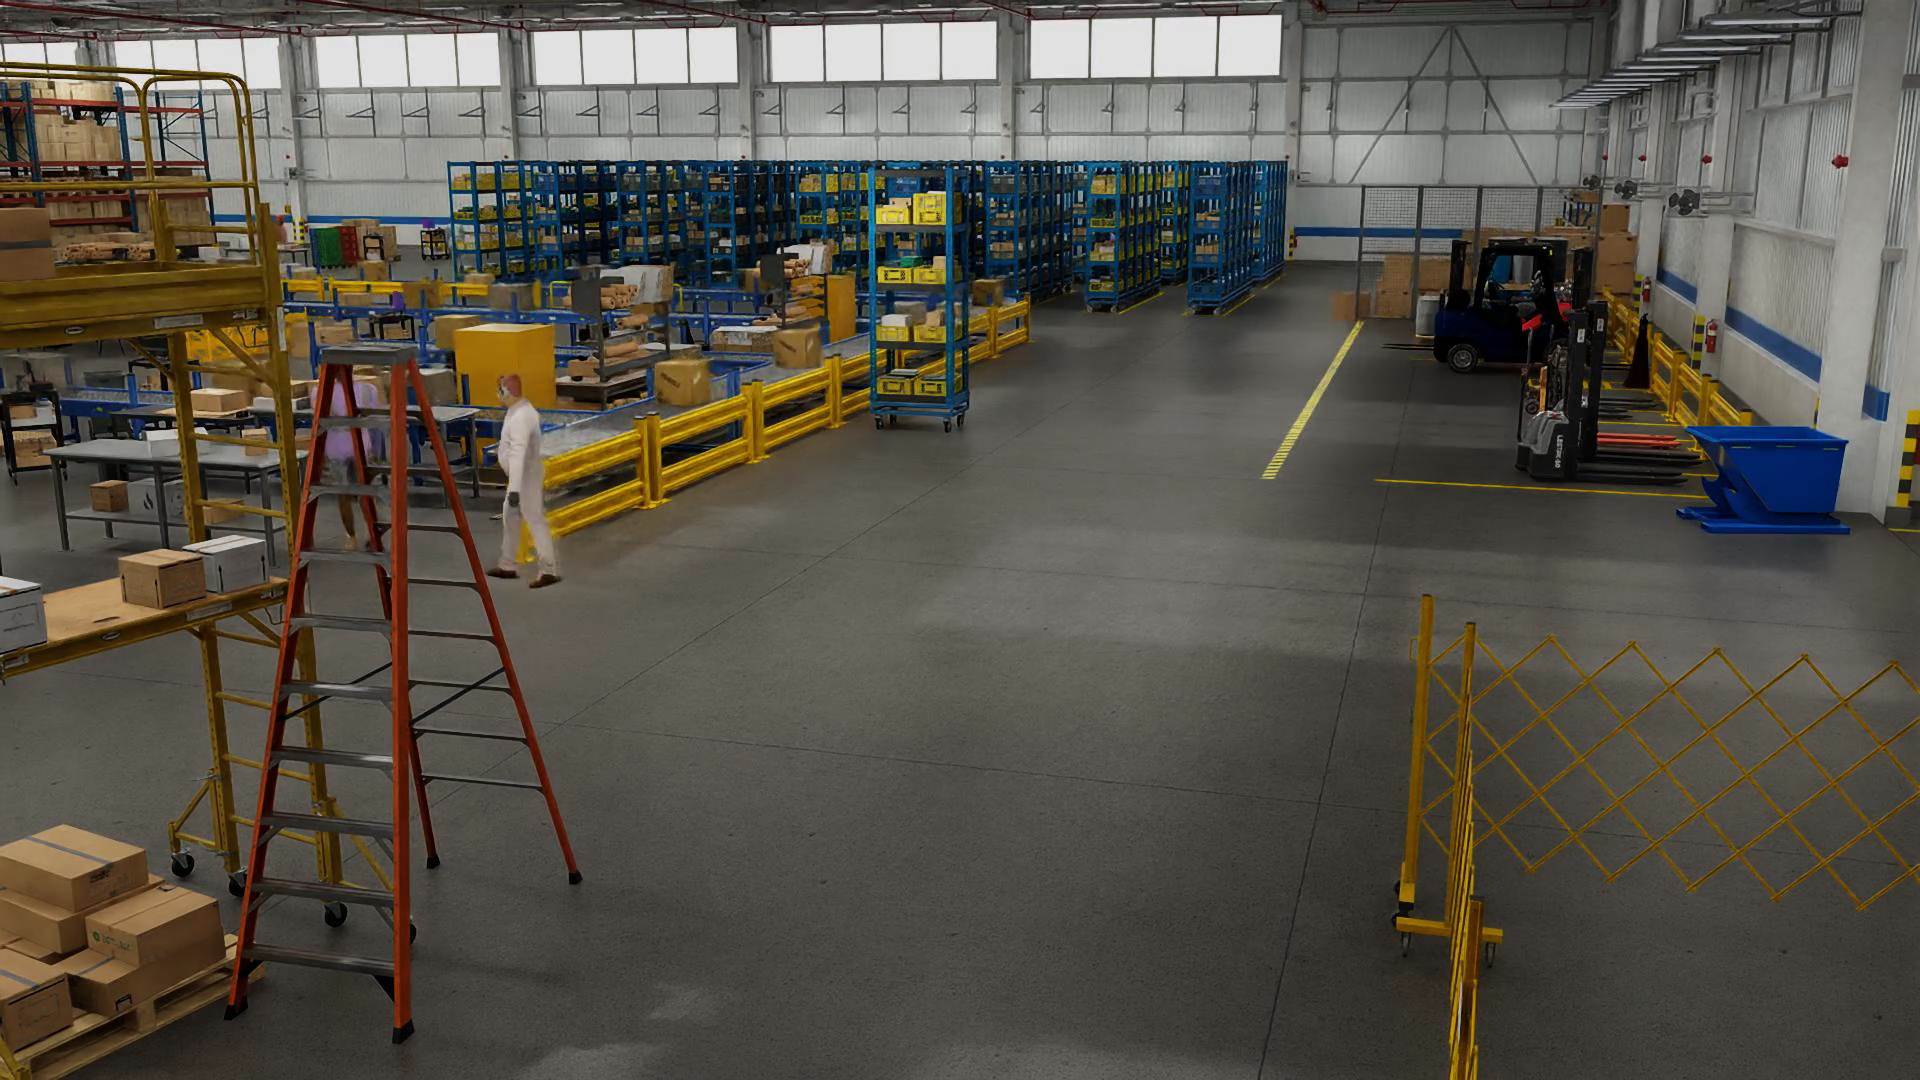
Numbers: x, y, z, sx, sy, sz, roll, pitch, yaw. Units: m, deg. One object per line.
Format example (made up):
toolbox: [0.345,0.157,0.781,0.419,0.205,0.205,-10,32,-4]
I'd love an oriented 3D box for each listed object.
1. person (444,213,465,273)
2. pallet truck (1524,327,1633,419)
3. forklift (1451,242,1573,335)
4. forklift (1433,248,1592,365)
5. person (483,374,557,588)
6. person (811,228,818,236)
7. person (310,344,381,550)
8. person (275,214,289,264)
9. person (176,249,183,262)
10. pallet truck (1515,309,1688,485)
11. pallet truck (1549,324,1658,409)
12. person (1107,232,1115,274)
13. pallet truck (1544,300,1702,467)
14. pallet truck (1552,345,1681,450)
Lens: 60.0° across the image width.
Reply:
person: [-16.325,-9.581,53.719,0.638,1.928,0.655,-5,14,-22]
pallet truck: [9.065,-2.460,24.370,1.522,1.261,0.704,3,13,14]
forklift: [10.464,-4.597,31.405,2.680,1.987,1.157,4,14,16]
forklift: [9.780,-4.111,29.280,2.680,1.987,1.157,3,13,14]
person: [-3.962,-0.521,14.725,0.724,1.869,0.736,-3,13,-14]
person: [-4.324,-8.738,50.398,0.884,1.791,0.608,2,13,10]
person: [-5.871,-0.865,15.918,0.601,2.015,0.504,-8,15,-32]
person: [-20.997,-9.086,51.505,0.423,1.979,0.613,2,13,9]
person: [-17.177,-5.584,36.890,0.736,1.738,0.541,3,13,11]
pallet truck: [7.554,-1.677,19.446,1.885,1.965,0.823,3,13,14]
pallet truck: [9.824,-2.669,25.407,1.601,1.201,0.680,4,14,16]
person: [4.362,-8.241,48.125,0.376,1.844,0.573,4,14,17]
pallet truck: [8.263,-1.952,20.631,1.885,1.965,0.823,5,14,20]
pallet truck: [8.641,-1.896,21.908,1.630,1.274,0.653,4,14,16]
